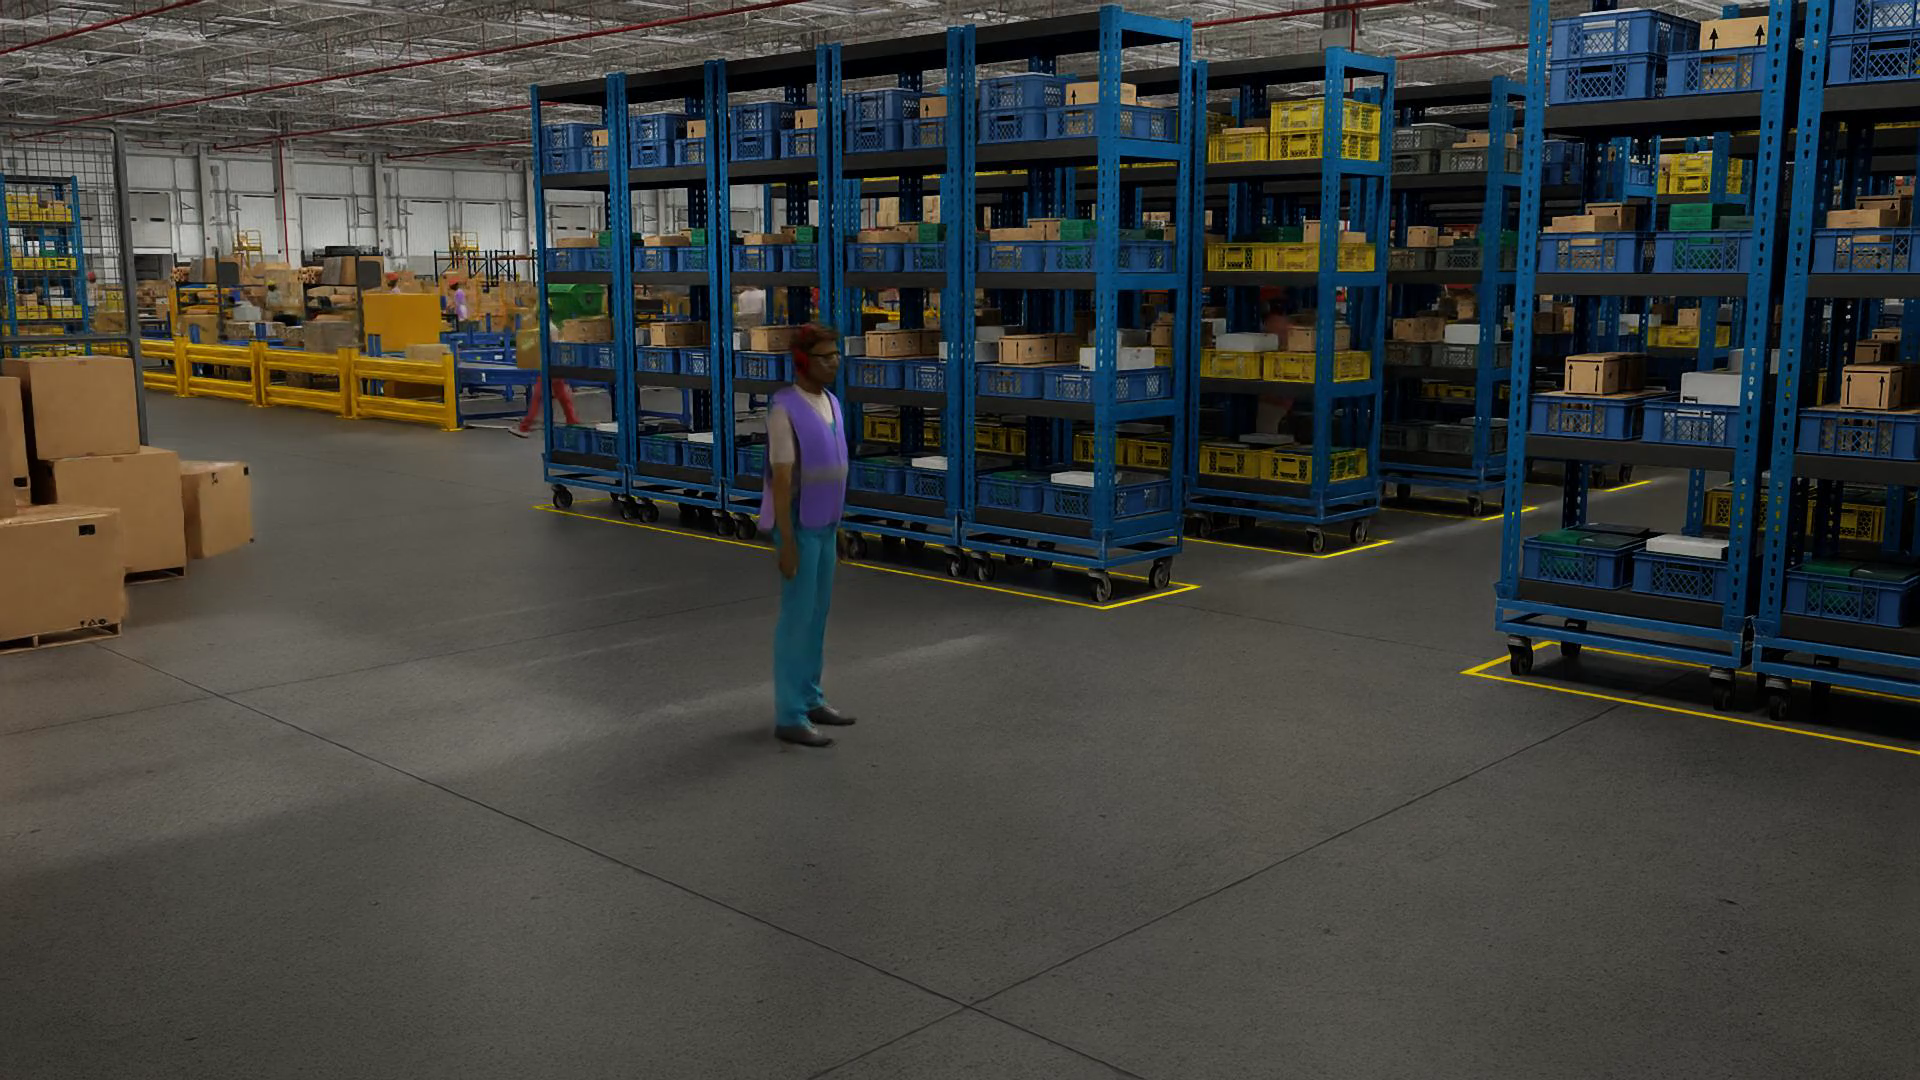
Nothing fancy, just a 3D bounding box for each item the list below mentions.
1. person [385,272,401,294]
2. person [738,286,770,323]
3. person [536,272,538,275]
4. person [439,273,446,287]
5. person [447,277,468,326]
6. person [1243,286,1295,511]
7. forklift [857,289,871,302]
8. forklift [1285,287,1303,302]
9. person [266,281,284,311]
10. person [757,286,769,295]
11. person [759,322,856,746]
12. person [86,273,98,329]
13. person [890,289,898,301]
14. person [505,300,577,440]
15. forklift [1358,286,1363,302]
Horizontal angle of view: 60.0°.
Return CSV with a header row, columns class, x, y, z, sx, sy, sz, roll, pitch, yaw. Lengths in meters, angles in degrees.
class,x,y,z,sx,sy,sz,roll,pitch,yaw
person,-13.480,-5.424,39.926,1.050,1.999,0.621,-3,10,-19
person,-4.407,-4.679,35.764,0.642,1.853,1.008,2,10,13
person,-25.067,-15.075,99.333,0.409,1.918,0.585,0,9,0
person,-20.184,-9.520,65.345,0.574,1.884,0.971,-4,10,-23
person,-12.232,-5.461,40.521,1.015,1.863,0.636,-4,10,-22
person,2.572,-1.171,13.898,0.439,1.977,0.616,7,11,35
forklift,-3.720,-11.339,73.466,1.873,2.768,1.129,9,13,43
forklift,10.769,-8.203,54.240,1.129,2.768,1.873,8,12,42
person,-21.038,-7.077,50.941,0.488,1.697,0.893,4,10,21
person,-5.562,-6.512,47.166,0.629,1.798,0.824,-9,13,-43
person,-0.687,-0.039,7.351,0.373,1.843,0.570,3,10,17
person,-28.899,-7.937,55.486,1.017,1.938,0.646,1,9,9
person,-2.299,-8.310,58.302,0.327,1.767,0.533,3,10,18
person,-5.054,-2.061,20.133,0.907,1.705,0.534,0,9,-1
forklift,11.100,-7.017,46.970,1.873,2.768,1.129,9,13,43
